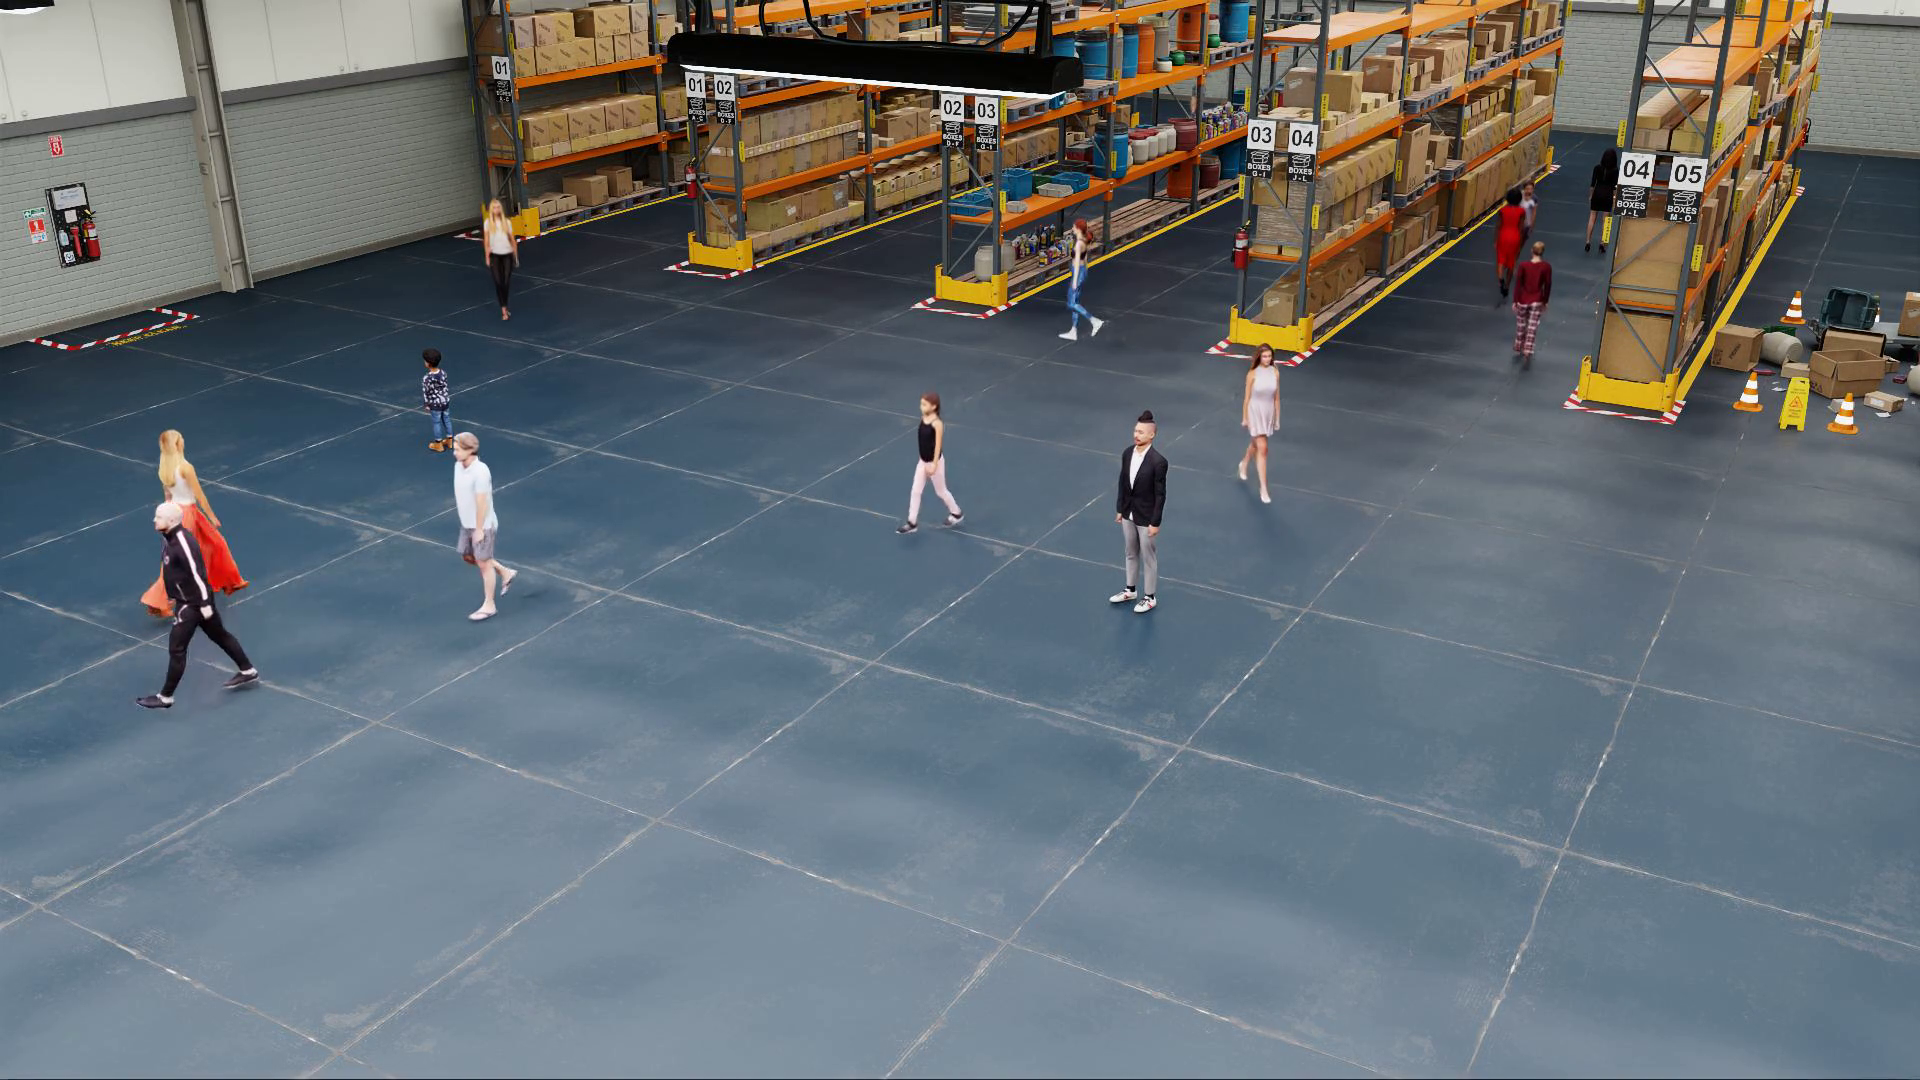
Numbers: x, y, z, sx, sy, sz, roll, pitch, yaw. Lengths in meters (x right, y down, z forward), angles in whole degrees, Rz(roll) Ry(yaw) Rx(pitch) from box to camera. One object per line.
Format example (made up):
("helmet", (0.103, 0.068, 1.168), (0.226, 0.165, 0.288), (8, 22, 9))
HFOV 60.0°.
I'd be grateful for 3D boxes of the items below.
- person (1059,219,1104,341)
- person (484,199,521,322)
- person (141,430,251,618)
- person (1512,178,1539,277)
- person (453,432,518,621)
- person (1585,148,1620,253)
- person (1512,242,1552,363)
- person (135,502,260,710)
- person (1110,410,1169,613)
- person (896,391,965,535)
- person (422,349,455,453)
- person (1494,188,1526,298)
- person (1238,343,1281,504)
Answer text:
("person", (1.779, -3.728, 23.990), (0.732, 1.777, 0.868), (8, 24, 18))
("person", (-6.981, -4.273, 25.239), (1.005, 1.801, 1.000), (-11, 25, -24))
("person", (-7.303, -0.108, 15.506), (0.784, 1.754, 1.325), (18, 29, 36))
("person", (9.330, -5.219, 27.747), (0.913, 1.581, 1.135), (3, 23, 6))
("person", (-4.421, -0.164, 15.555), (0.915, 1.818, 0.760), (-21, 31, -41))
("person", (11.283, -5.973, 29.234), (0.608, 1.803, 0.483), (14, 27, 29))
("person", (7.925, -3.279, 23.076), (0.789, 1.665, 1.102), (7, 24, 16))
("person", (-6.332, 0.531, 13.974), (1.326, 1.778, 1.098), (-13, 26, -28))
("person", (1.716, -0.285, 15.671), (0.719, 1.950, 0.774), (-19, 30, -38))
("person", (-0.240, -0.809, 17.446), (1.092, 1.527, 0.821), (-15, 27, -31))
("person", (-6.234, -1.681, 19.846), (0.582, 1.252, 0.470), (18, 29, 36))
("person", (8.636, -4.635, 26.189), (0.682, 1.725, 0.897), (7, 24, 17))
("person", (3.301, -1.341, 18.447), (1.042, 1.721, 1.121), (-5, 24, -12))
